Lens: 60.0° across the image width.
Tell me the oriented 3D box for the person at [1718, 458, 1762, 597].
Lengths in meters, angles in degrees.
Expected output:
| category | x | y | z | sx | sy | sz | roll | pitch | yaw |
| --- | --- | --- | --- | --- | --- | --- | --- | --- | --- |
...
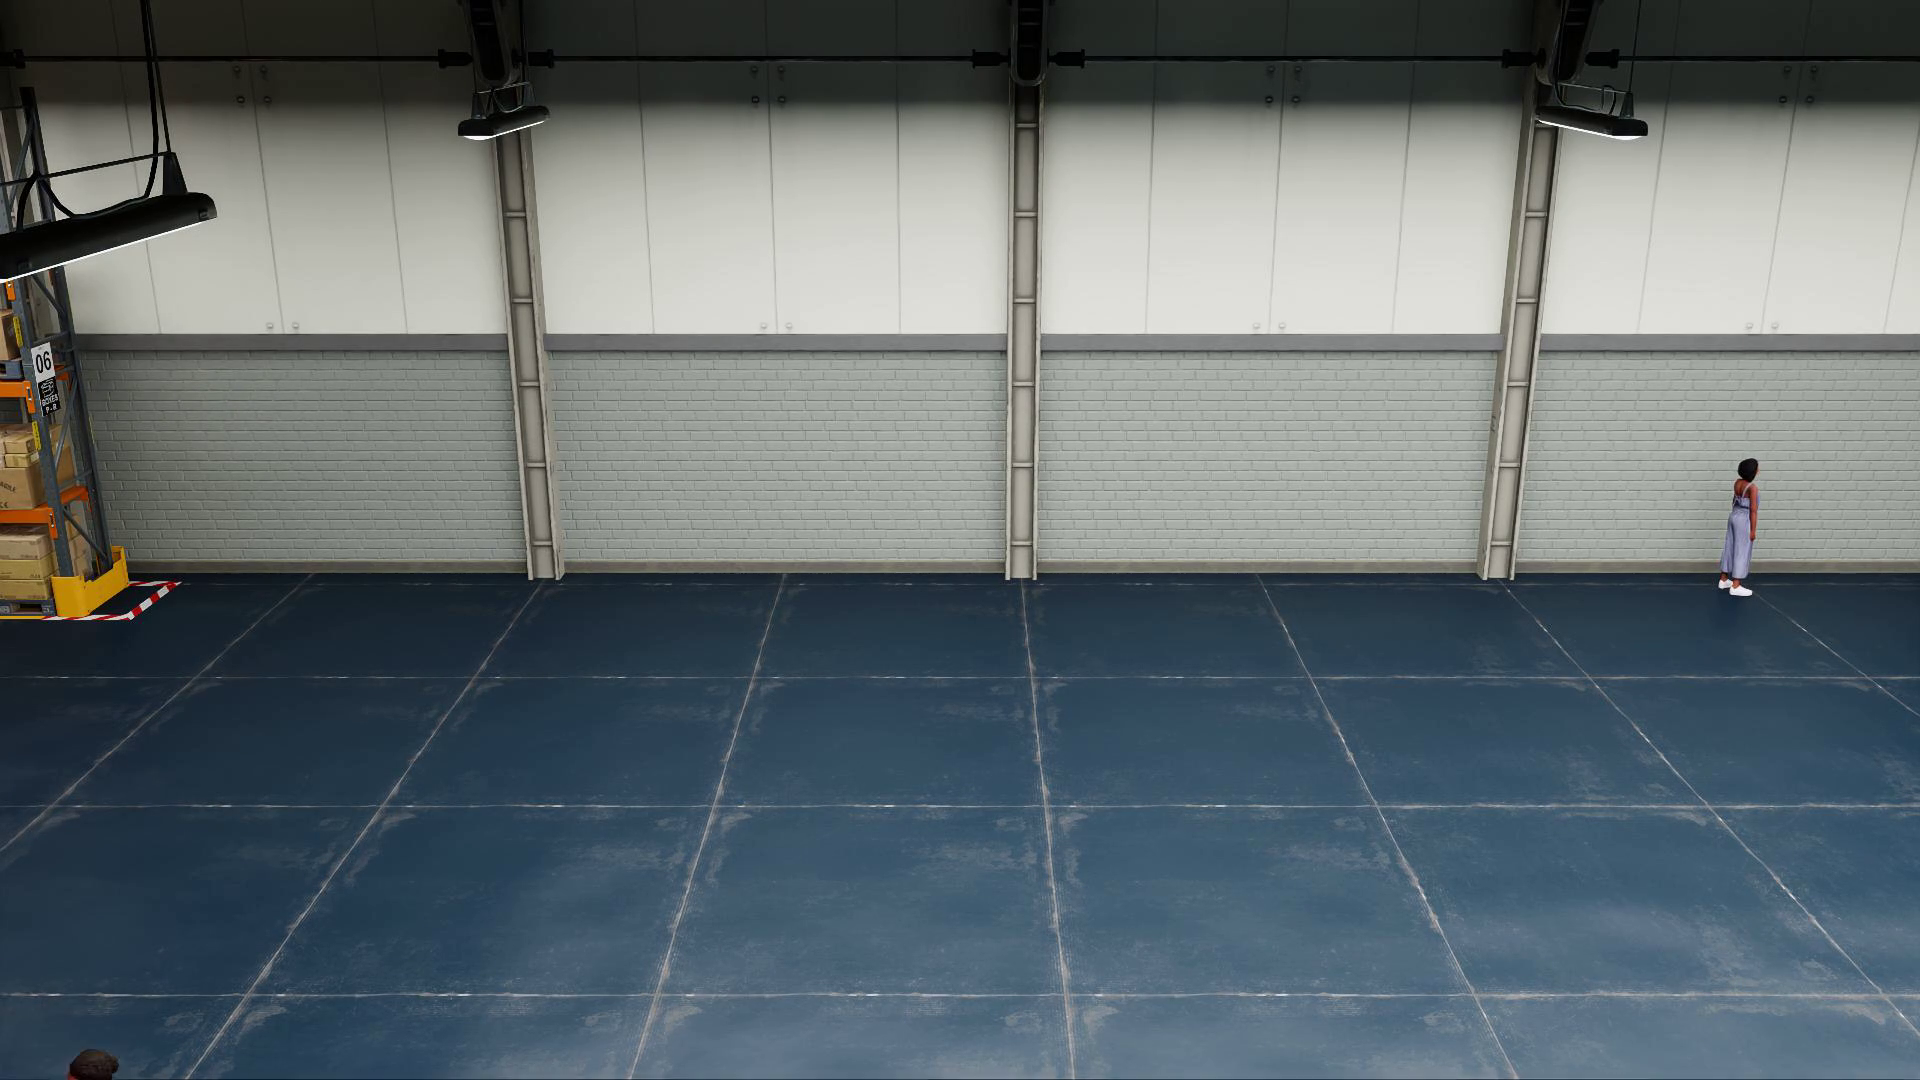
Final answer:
| category | x | y | z | sx | sy | sz | roll | pitch | yaw |
| --- | --- | --- | --- | --- | --- | --- | --- | --- | --- |
| person | 9.516 | -0.183 | 20.243 | 0.550 | 1.695 | 0.593 | -2 | 18 | -6 |
